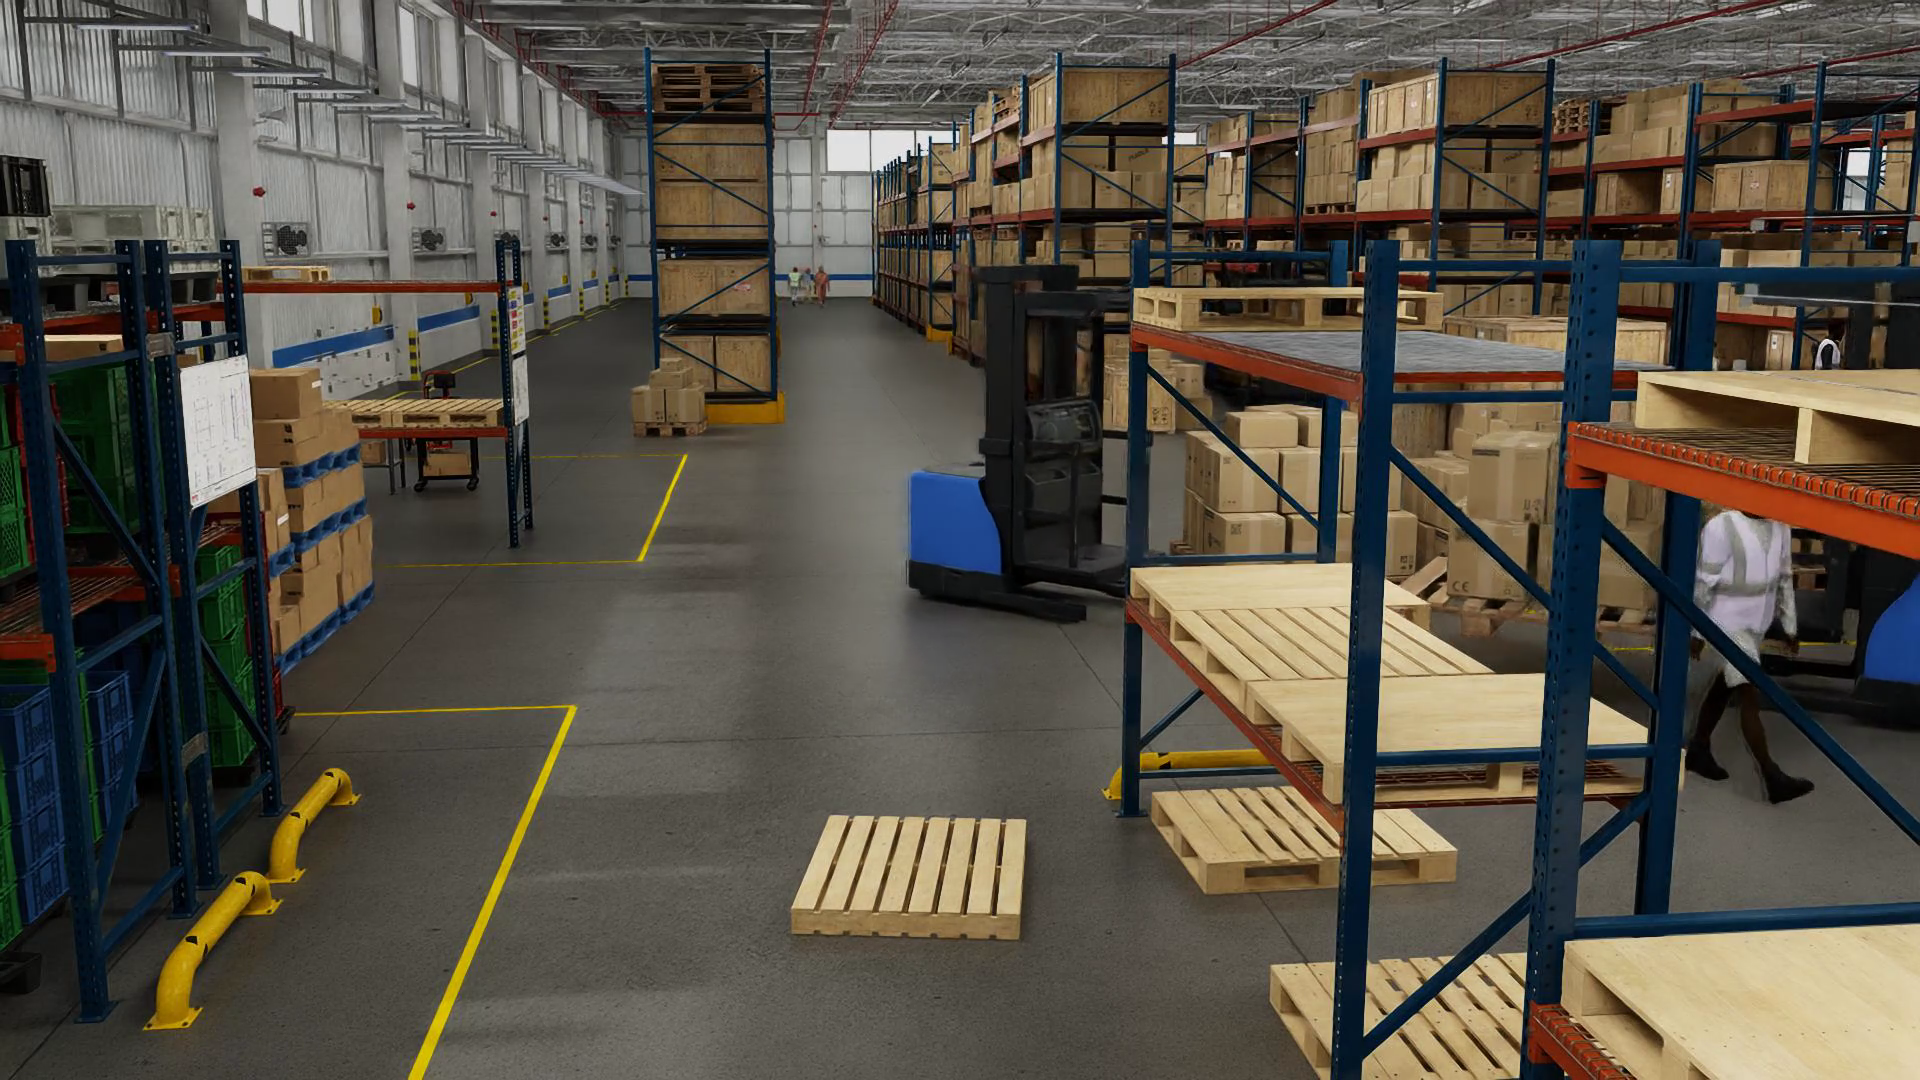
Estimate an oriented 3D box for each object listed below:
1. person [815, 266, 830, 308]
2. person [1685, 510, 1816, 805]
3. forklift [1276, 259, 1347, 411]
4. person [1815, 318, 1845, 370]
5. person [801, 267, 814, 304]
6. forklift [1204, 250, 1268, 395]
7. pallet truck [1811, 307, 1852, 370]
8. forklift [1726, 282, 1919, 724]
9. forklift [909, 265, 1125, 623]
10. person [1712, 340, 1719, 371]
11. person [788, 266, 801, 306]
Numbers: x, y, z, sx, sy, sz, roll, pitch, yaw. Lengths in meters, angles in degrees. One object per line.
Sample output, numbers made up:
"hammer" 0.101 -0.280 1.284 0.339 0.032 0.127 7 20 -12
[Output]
"person" -6.216 -11.412 75.007 0.647 1.868 0.956 -2 10 -10
"person" 4.355 0.471 9.062 0.569 1.888 0.957 -4 11 -23
"forklift" 5.470 -3.157 26.428 1.129 2.768 1.873 8 13 38
"person" 12.578 -2.259 24.154 0.388 1.910 0.591 6 12 31
"person" -7.262 -12.086 79.063 0.641 1.736 0.574 -5 11 -25
"forklift" 5.588 -4.334 32.951 1.129 2.768 1.873 -1 10 -6
"pallet truck" 15.846 -3.142 28.793 1.885 1.965 0.823 2 10 12
"forklift" 5.990 -0.294 10.565 1.873 2.768 1.129 5 12 28
"forklift" 0.569 -0.882 13.818 1.873 2.768 1.129 9 13 40
"person" 10.591 -2.049 23.721 0.515 1.641 0.314 -4 11 -22
"person" -7.594 -11.629 76.293 0.591 1.821 0.459 -2 10 -11
